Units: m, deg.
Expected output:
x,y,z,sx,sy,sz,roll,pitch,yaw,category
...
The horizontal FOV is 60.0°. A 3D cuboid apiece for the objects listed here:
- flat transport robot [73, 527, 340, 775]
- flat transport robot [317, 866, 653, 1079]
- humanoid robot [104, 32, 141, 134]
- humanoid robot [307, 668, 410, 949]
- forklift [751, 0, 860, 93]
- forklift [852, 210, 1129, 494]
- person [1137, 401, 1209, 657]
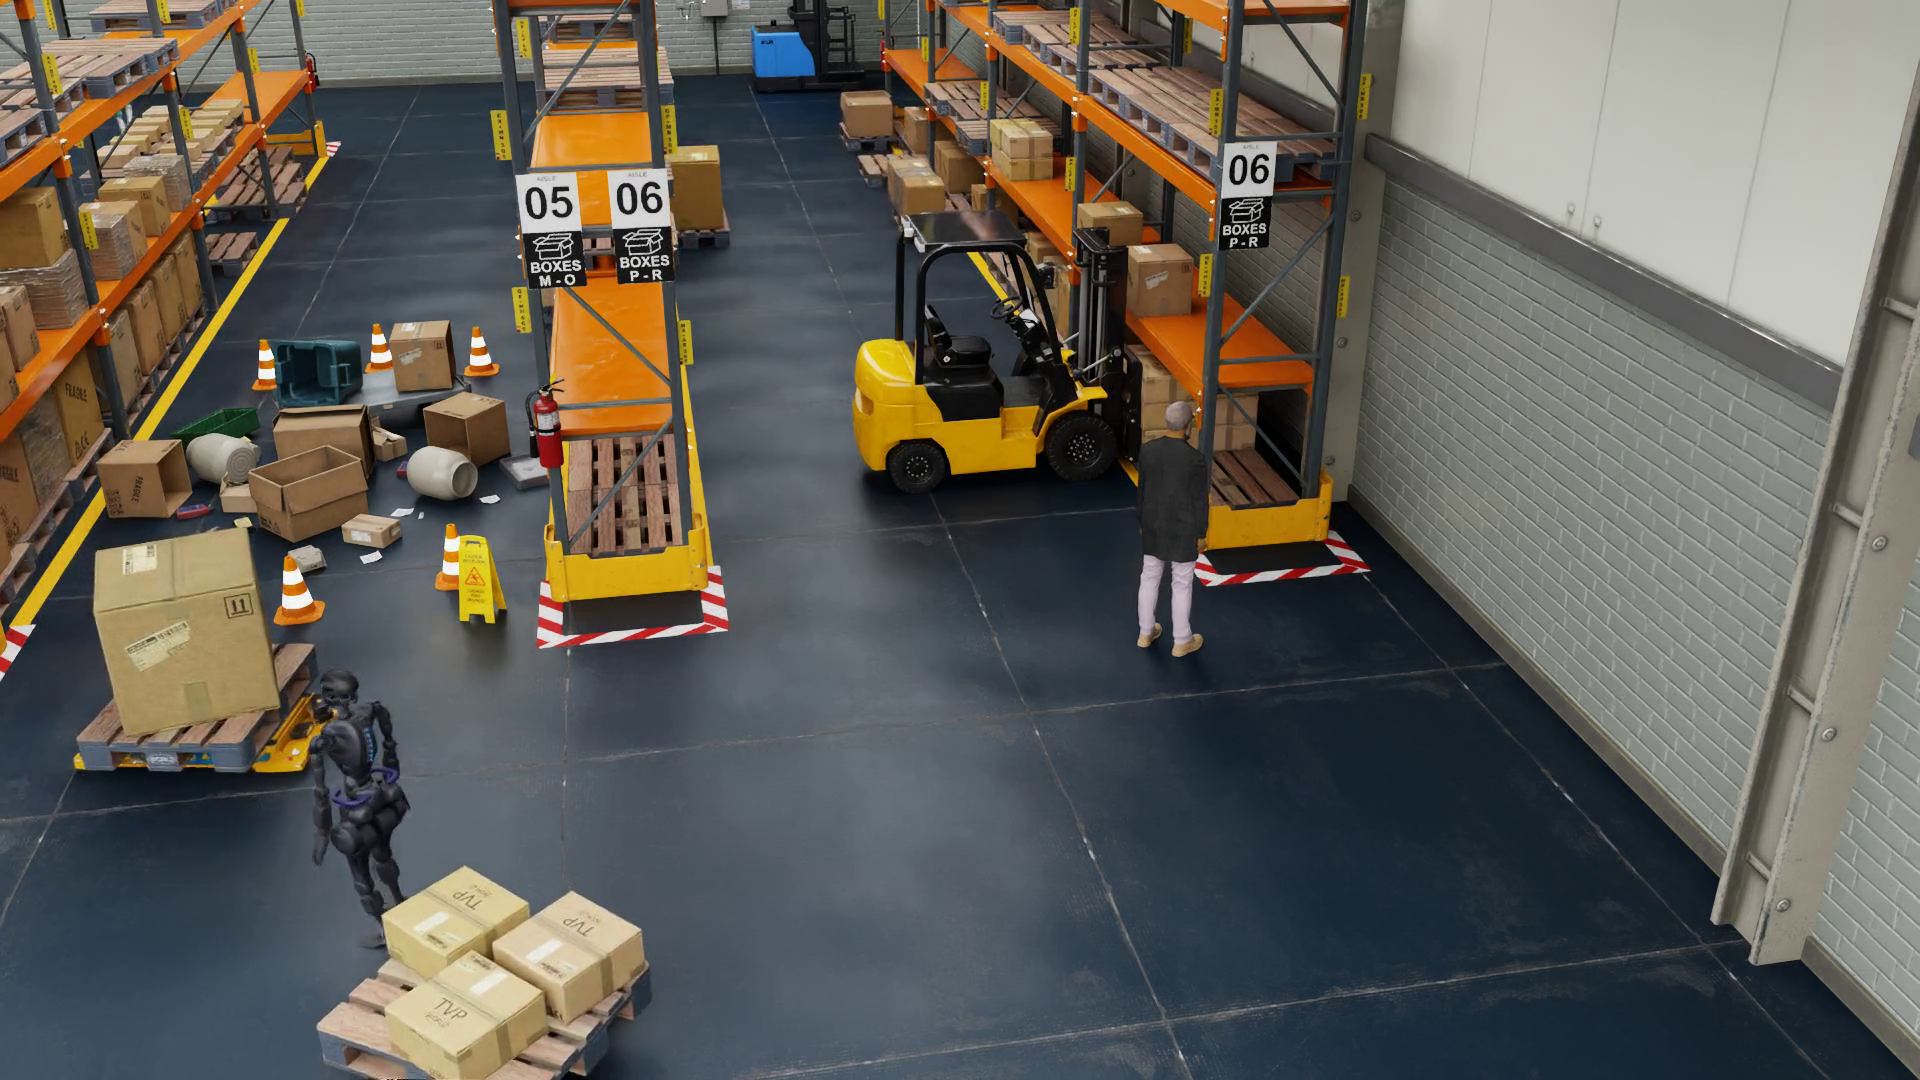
x,y,z,sx,sy,sz,roll,pitch,yaw,category
-4.781,1.221,10.586,1.431,0.231,0.659,1,26,1,flat transport robot
-2.248,2.427,8.075,0.659,0.231,1.431,10,28,21,flat transport robot
-13.326,-7.142,26.382,0.539,1.845,0.763,-23,34,-39,humanoid robot
-3.091,1.392,8.614,0.313,1.651,0.607,12,28,23,humanoid robot
-2.872,-9.679,30.288,1.873,2.768,1.129,-5,26,-10,forklift
0.216,-1.659,14.366,2.313,2.155,1.214,-5,26,-10,forklift
1.456,-0.072,11.447,0.532,1.856,0.405,16,30,30,person
